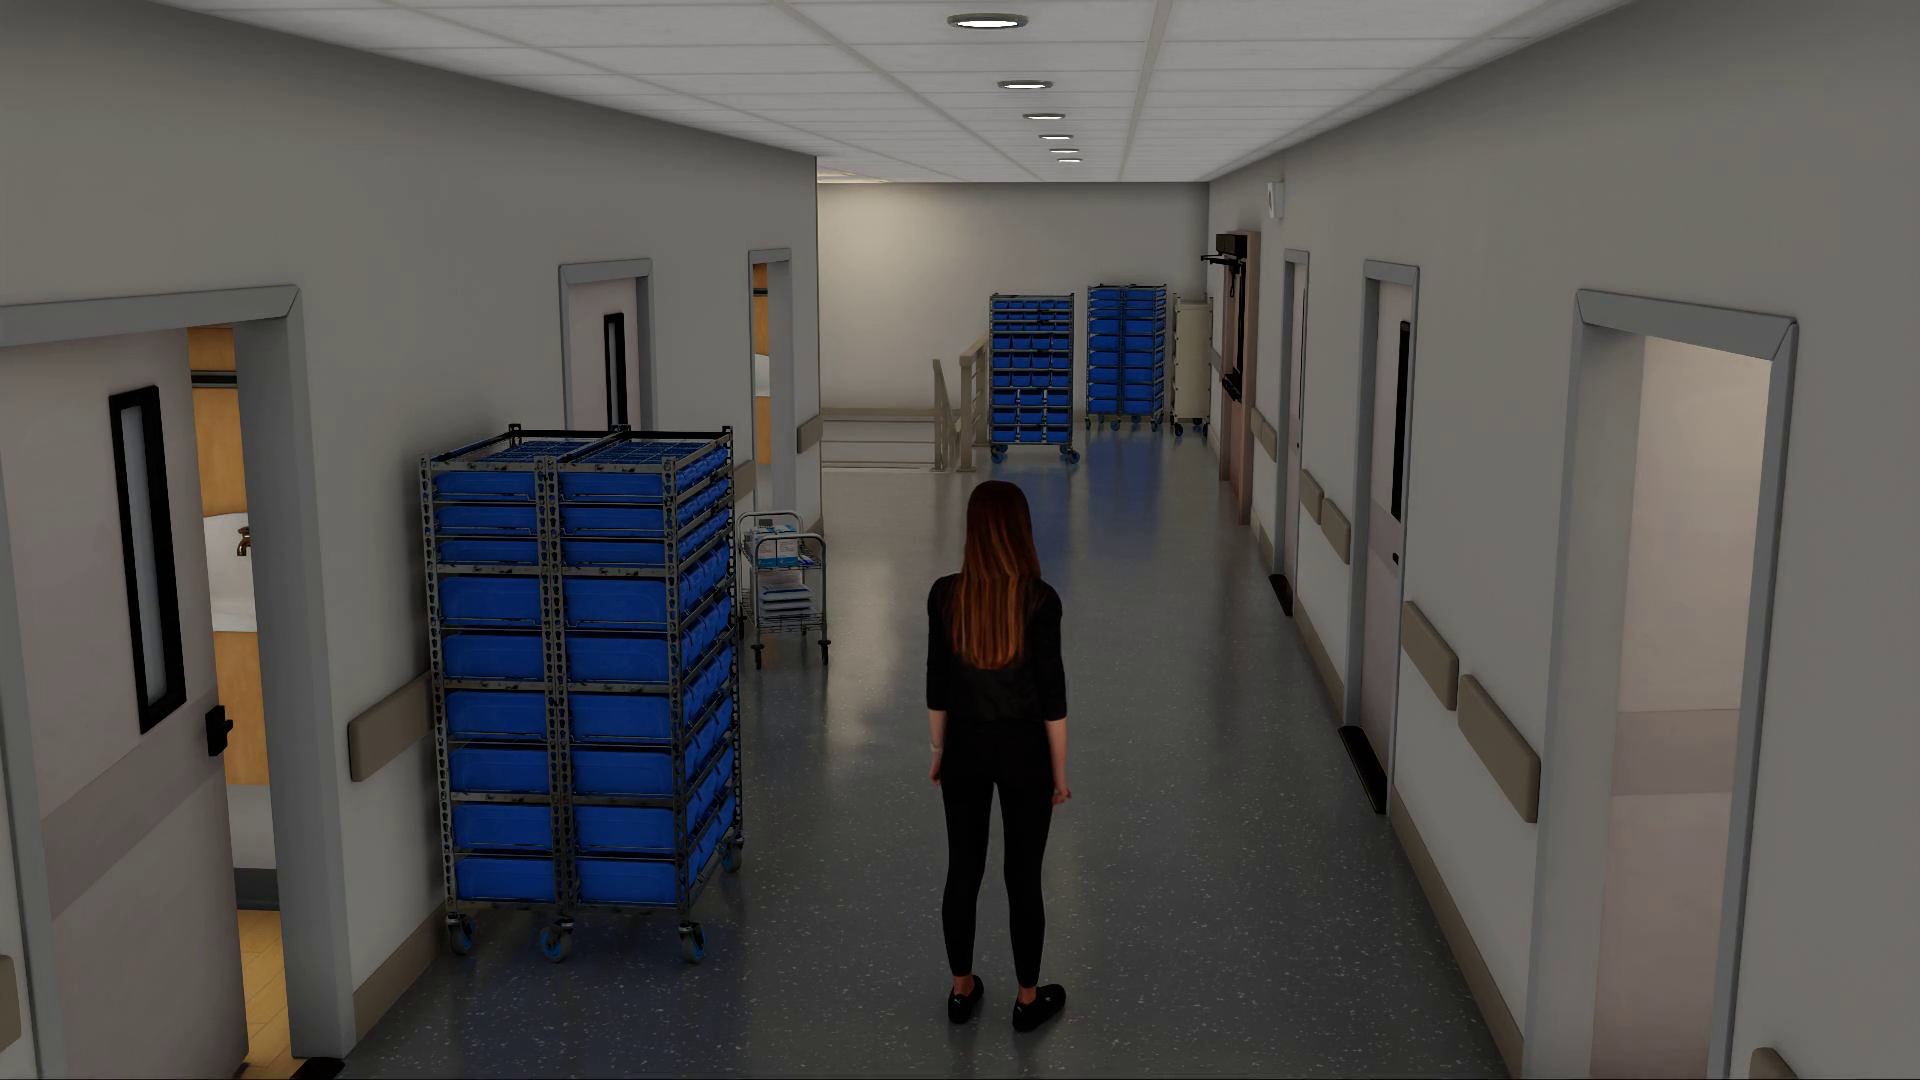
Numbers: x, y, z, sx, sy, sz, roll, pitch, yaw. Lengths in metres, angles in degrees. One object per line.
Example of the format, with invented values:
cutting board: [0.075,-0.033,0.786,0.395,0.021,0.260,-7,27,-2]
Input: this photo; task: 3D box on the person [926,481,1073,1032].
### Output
person: [0.103,0.668,5.141,0.657,1.707,0.617,4,12,21]
